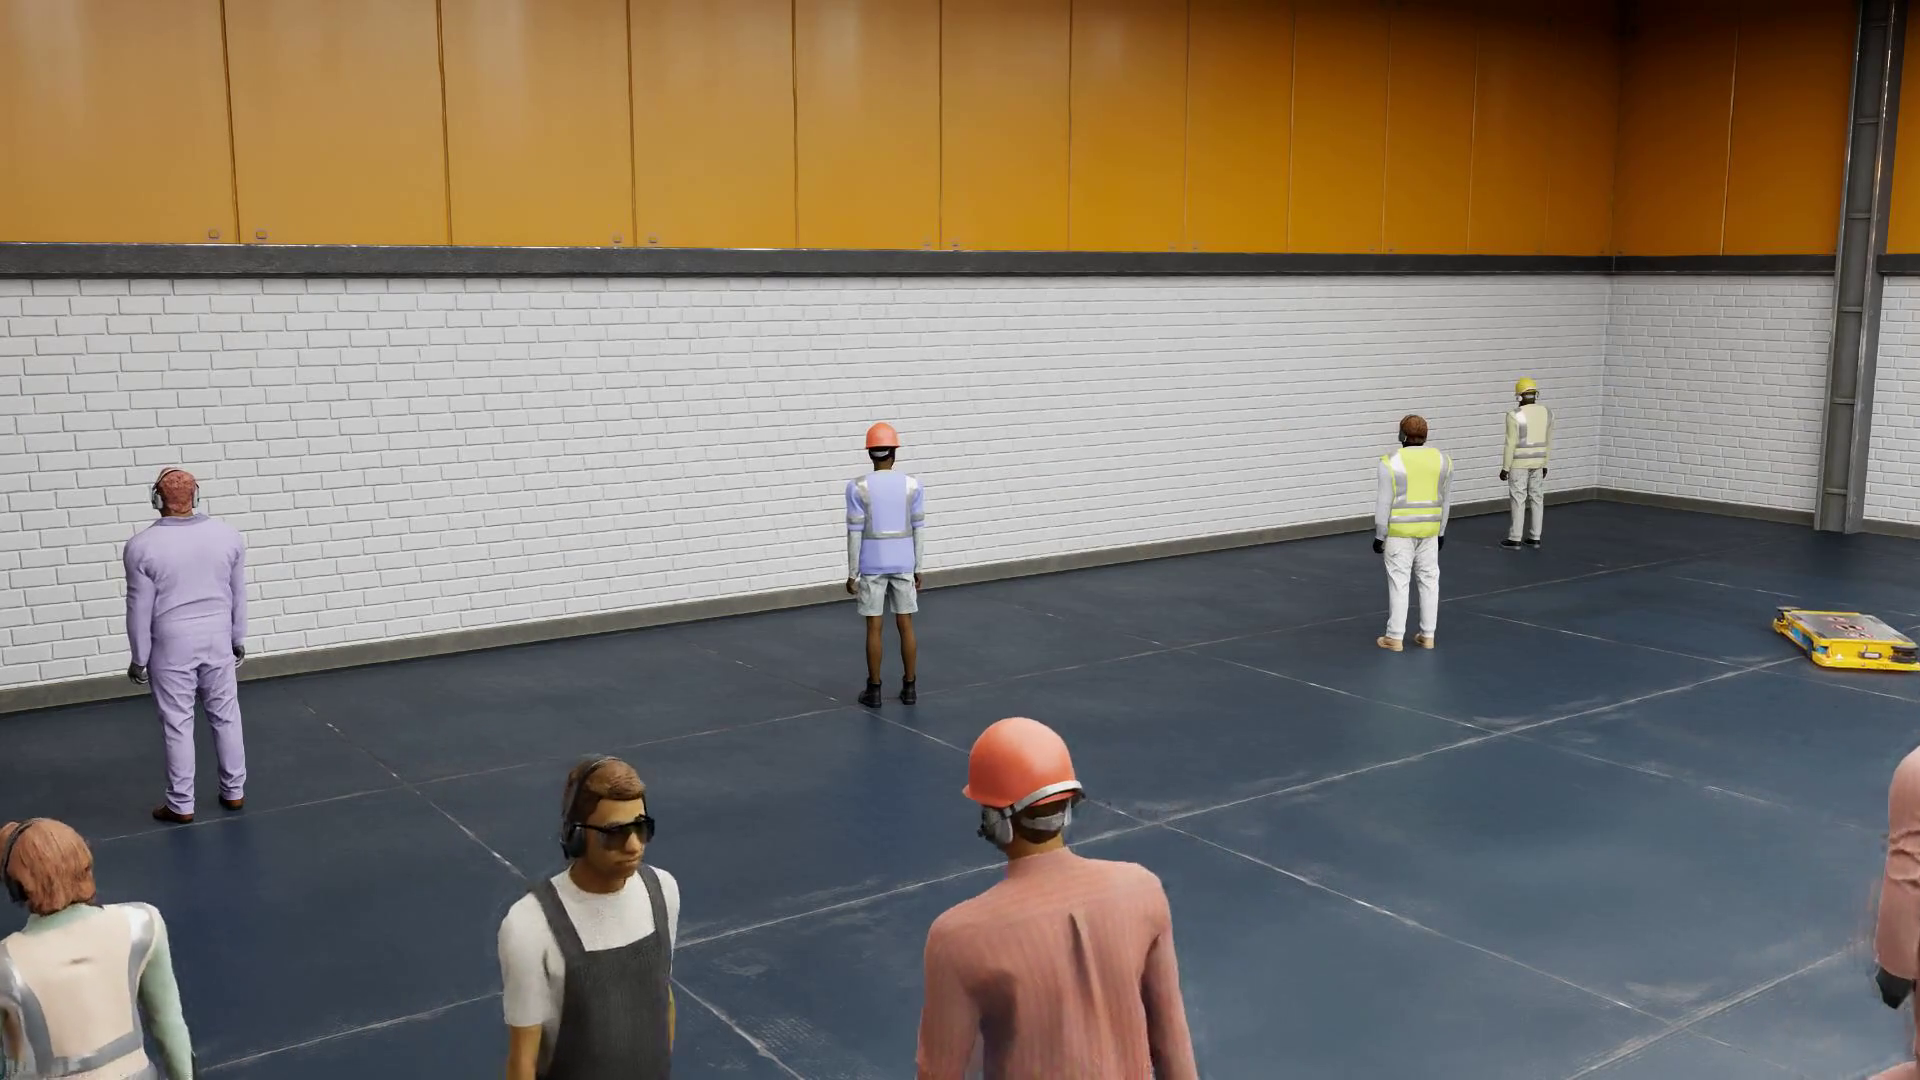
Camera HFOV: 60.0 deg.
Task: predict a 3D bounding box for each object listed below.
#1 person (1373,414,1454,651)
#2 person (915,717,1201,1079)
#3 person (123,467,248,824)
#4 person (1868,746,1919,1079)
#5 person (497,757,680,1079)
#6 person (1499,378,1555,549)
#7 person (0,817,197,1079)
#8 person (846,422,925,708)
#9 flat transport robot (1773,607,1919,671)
[{"bbox_3d":[3.496,-0.055,12.937,0.624,1.845,0.430,-2,9,-12],"label":"person"},{"bbox_3d":[0.160,1.367,3.859,0.642,1.933,1.052,-5,11,-30],"label":"person"},{"bbox_3d":[-4.153,0.562,8.934,0.408,1.909,0.638,8,12,40],"label":"person"},{"bbox_3d":[3.036,1.210,4.976,0.650,1.893,0.622,-1,9,-8],"label":"person"},{"bbox_3d":[-0.908,1.396,4.056,0.520,1.826,0.783,-9,13,-44],"label":"person"},{"bbox_3d":[5.986,-0.807,17.640,0.588,1.822,0.403,-3,10,-19],"label":"person"},{"bbox_3d":[-2.278,1.471,4.226,0.780,1.603,0.532,7,12,38],"label":"person"},{"bbox_3d":[-0.512,0.173,11.258,0.542,1.931,0.376,-3,10,-15],"label":"person"},{"bbox_3d":[6.808,0.748,12.813,0.652,0.197,1.431,2,9,12],"label":"flat transport robot"}]
